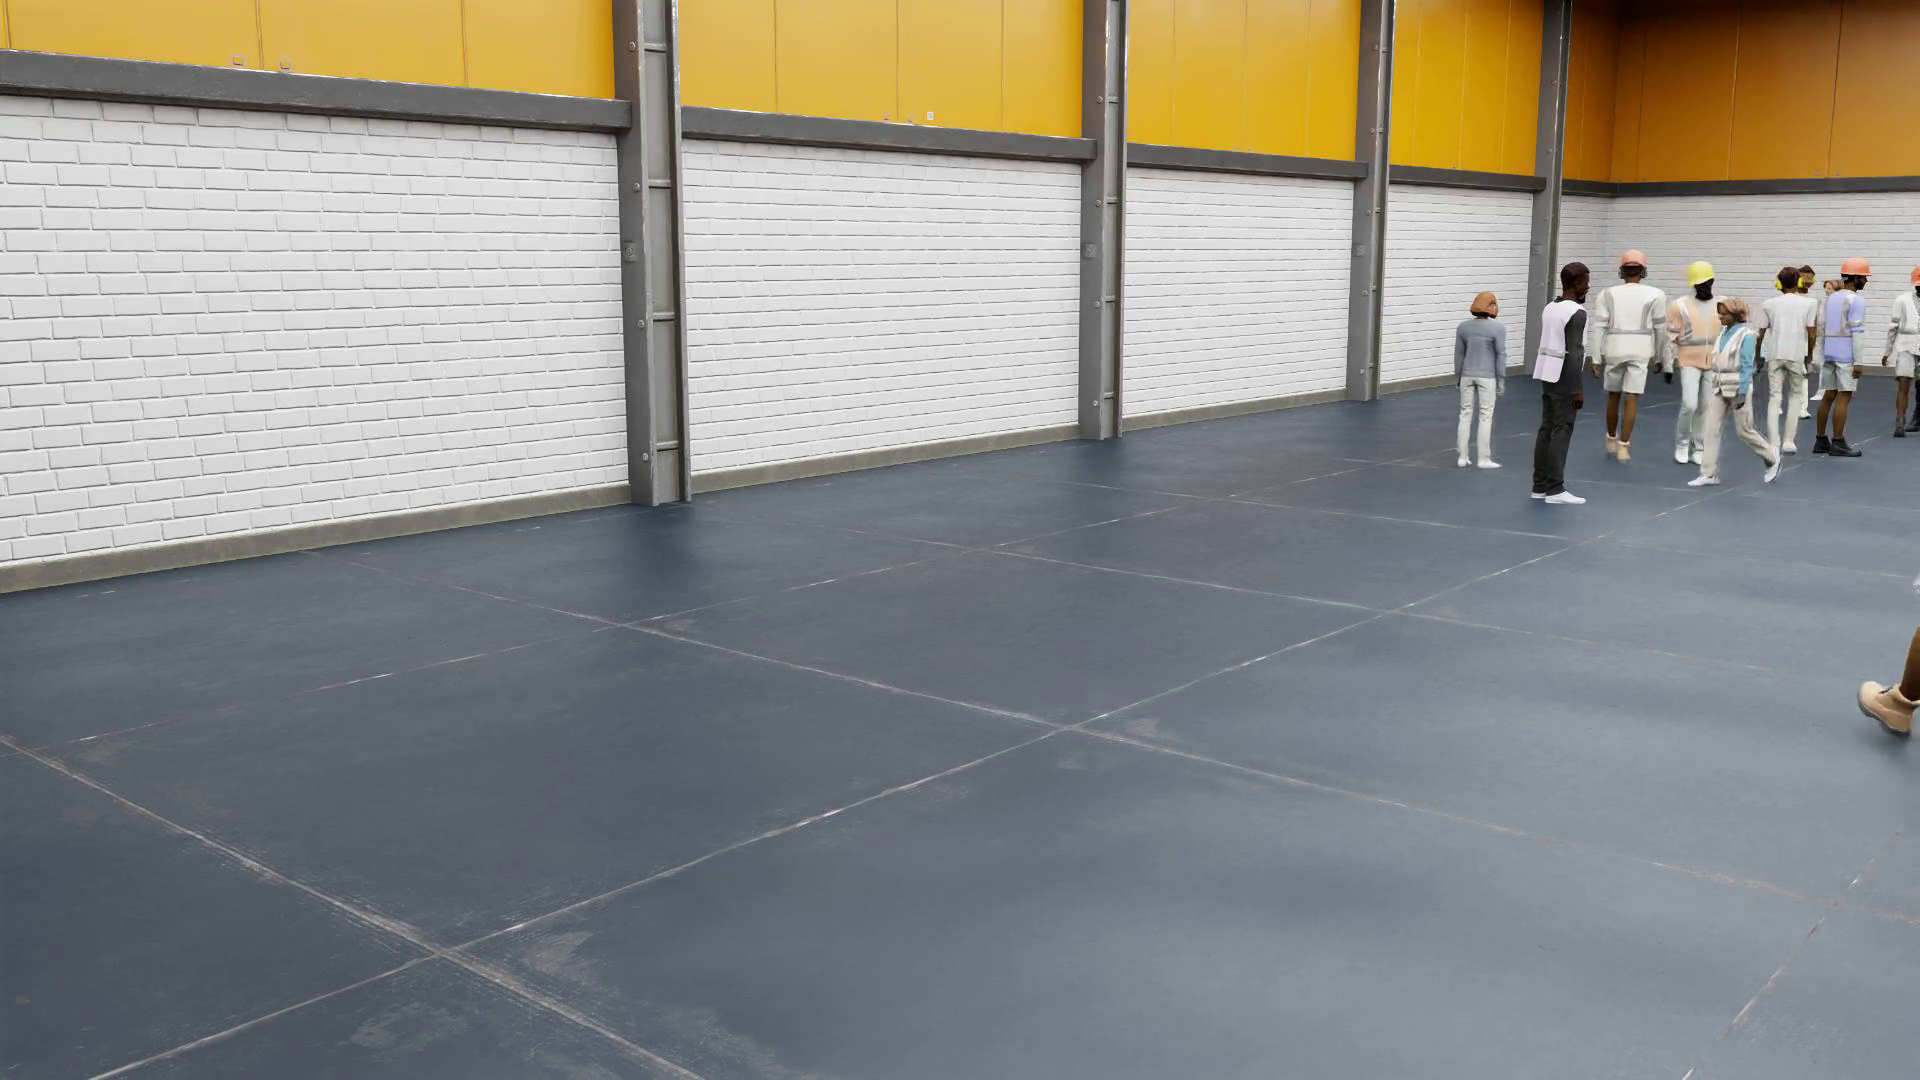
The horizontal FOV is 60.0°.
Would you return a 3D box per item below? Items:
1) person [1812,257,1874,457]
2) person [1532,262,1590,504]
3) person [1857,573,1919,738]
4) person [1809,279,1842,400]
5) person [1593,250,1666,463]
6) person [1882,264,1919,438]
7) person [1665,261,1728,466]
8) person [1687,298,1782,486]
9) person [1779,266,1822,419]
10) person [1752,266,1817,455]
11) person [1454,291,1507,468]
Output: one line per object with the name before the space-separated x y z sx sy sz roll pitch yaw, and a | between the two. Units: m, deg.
person | 8.643 -1.784 16.234 0.376 1.935 0.550 -1 10 -5
person | 4.785 -1.246 13.254 0.385 1.910 0.590 0 10 -2
person | 4.006 -0.092 6.470 0.632 1.980 1.062 -1 10 -3
person | 11.635 -2.672 22.172 0.624 1.621 0.518 -3 10 -14
person | 6.402 -1.757 15.901 0.619 1.999 0.943 6 12 30
person | 10.373 -2.066 18.055 0.590 1.872 0.992 6 12 32
person | 6.885 -1.628 15.434 0.613 1.901 0.416 1 10 3
person | 6.628 -1.252 14.138 0.760 1.608 0.519 -2 10 -13
person | 10.044 -2.372 19.971 0.506 1.814 1.018 2 10 12
person | 8.087 -1.754 16.320 0.538 1.841 0.657 6 12 30
person | 4.798 -1.473 15.364 0.313 1.624 0.524 -10 14 -44
